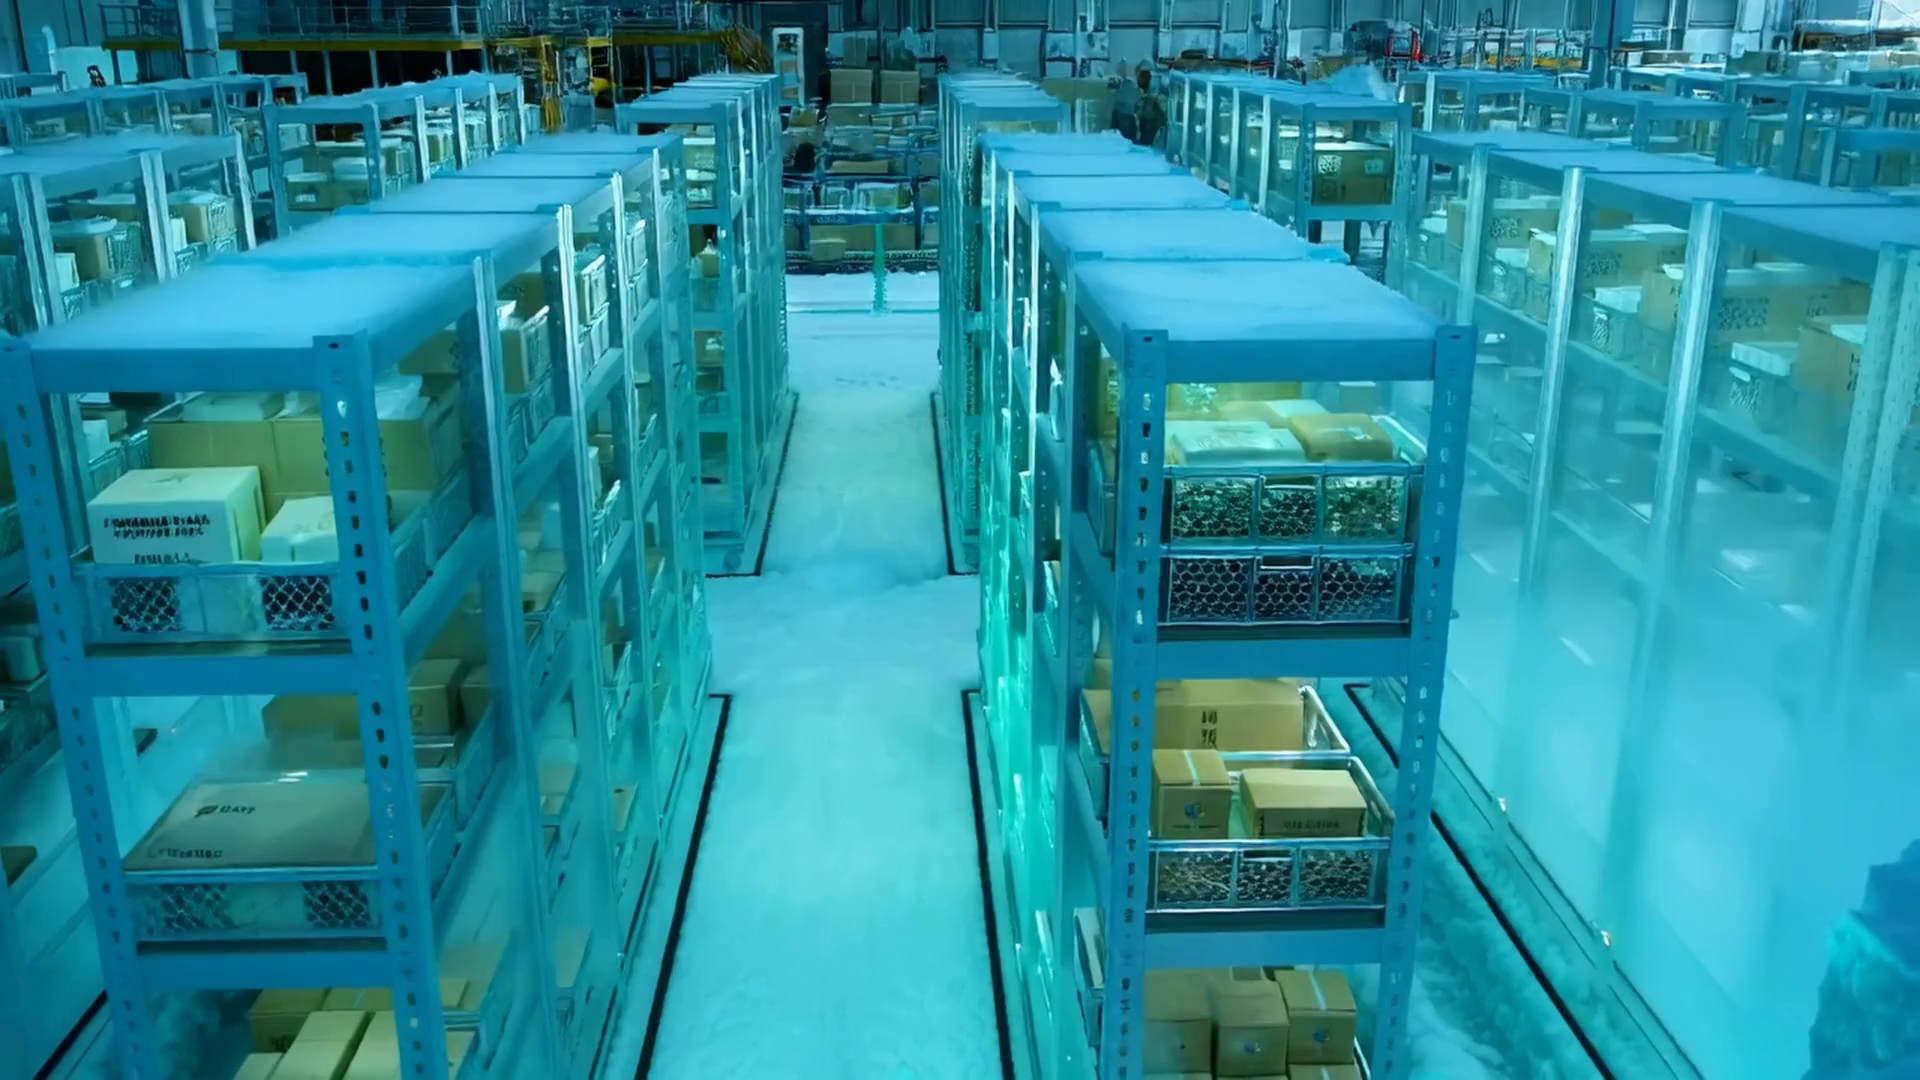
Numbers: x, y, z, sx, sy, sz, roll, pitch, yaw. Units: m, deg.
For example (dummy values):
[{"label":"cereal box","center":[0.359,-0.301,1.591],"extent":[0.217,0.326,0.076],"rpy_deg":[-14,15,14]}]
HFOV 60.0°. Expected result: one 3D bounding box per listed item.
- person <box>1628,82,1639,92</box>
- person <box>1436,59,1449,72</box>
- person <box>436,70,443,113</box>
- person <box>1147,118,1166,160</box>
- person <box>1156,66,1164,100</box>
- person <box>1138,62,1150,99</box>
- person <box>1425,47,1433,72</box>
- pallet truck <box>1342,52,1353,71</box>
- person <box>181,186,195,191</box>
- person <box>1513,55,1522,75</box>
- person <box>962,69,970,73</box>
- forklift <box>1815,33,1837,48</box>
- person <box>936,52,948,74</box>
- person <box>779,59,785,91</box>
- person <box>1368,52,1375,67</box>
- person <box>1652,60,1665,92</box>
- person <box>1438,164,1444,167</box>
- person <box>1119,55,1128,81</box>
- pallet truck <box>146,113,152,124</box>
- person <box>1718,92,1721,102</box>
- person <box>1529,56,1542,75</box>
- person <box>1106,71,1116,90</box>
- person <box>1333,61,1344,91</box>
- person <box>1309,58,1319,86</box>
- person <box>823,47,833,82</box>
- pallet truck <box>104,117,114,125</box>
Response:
[{"label":"person","center":[22.286,-14.521,55.545],"extent":[0.858,2.000,0.697],"rpy_deg":[9,20,26]},{"label":"person","center":[21.639,-20.627,74.721],"extent":[0.600,1.860,1.055],"rpy_deg":[10,20,28]},{"label":"person","center":[-19.650,-16.856,63.035],"extent":[0.414,1.868,0.603],"rpy_deg":[1,18,2]},{"label":"person","center":[4.521,-8.825,38.376],"extent":[0.547,1.741,0.711],"rpy_deg":[7,19,21]},{"label":"person","center":[8.332,-18.825,69.307],"extent":[0.330,1.765,0.533],"rpy_deg":[0,18,1]},{"label":"person","center":[7.456,-18.421,67.684],"extent":[0.396,1.993,0.617],"rpy_deg":[-14,23,-37]},{"label":"person","center":[26.031,-26.385,92.422],"extent":[0.362,1.938,0.545],"rpy_deg":[-1,18,-4]},{"label":"pallet truck","center":[18.794,-23.123,82.231],"extent":[0.823,1.965,1.885],"rpy_deg":[-13,22,-35]},{"label":"person","center":[-12.535,-5.102,26.736],"extent":[0.404,1.829,0.591],"rpy_deg":[13,22,34]},{"label":"person","center":[26.642,-22.300,79.849],"extent":[0.653,1.885,1.003],"rpy_deg":[-10,20,-27]},{"label":"person","center":[0.207,-15.823,59.570],"extent":[0.397,2.043,0.609],"rpy_deg":[-7,19,-21]},{"label":"forklift","center":[44.522,-24.754,85.865],"extent":[1.873,2.768,1.129],"rpy_deg":[-17,24,-41]},{"label":"person","center":[-0.934,-24.332,86.166],"extent":[0.610,1.870,0.978],"rpy_deg":[0,18,-1]},{"label":"person","center":[-8.699,-22.745,81.308],"extent":[0.429,1.847,0.625],"rpy_deg":[-7,19,-22]},{"label":"person","center":[21.269,-24.280,86.057],"extent":[0.345,1.847,0.506],"rpy_deg":[-4,18,-11]},{"label":"person","center":[30.180,-19.738,71.810],"extent":[0.366,1.962,0.614],"rpy_deg":[-9,20,-27]},{"label":"person","center":[12.560,-10.348,43.025],"extent":[0.604,1.780,0.918],"rpy_deg":[-1,18,-3]},{"label":"person","center":[8.262,-23.405,83.386],"extent":[0.627,1.821,0.639],"rpy_deg":[2,18,5]},{"label":"pallet truck","center":[-18.087,-8.309,36.390],"extent":[1.885,1.965,0.823],"rpy_deg":[-1,18,-4]},{"label":"person","center":[27.540,-15.849,60.223],"extent":[0.540,1.677,0.521],"rpy_deg":[-14,22,-36]},{"label":"person","center":[27.487,-22.213,79.636],"extent":[0.605,1.854,0.955],"rpy_deg":[1,18,2]},{"label":"person","center":[5.654,-16.610,62.308],"extent":[0.322,1.862,0.516],"rpy_deg":[-15,24,-40]},{"label":"person","center":[17.719,-21.532,77.757],"extent":[0.784,1.714,0.493],"rpy_deg":[12,22,34]},{"label":"person","center":[18.010,-23.623,84.351],"extent":[0.914,1.642,0.527],"rpy_deg":[14,23,37]},{"label":"person","center":[-7.495,-26.892,93.996],"extent":[0.448,1.931,0.628],"rpy_deg":[2,18,7]},{"label":"pallet truck","center":[-18.367,-7.885,35.078],"extent":[1.885,1.965,0.823],"rpy_deg":[1,18,2]}]
